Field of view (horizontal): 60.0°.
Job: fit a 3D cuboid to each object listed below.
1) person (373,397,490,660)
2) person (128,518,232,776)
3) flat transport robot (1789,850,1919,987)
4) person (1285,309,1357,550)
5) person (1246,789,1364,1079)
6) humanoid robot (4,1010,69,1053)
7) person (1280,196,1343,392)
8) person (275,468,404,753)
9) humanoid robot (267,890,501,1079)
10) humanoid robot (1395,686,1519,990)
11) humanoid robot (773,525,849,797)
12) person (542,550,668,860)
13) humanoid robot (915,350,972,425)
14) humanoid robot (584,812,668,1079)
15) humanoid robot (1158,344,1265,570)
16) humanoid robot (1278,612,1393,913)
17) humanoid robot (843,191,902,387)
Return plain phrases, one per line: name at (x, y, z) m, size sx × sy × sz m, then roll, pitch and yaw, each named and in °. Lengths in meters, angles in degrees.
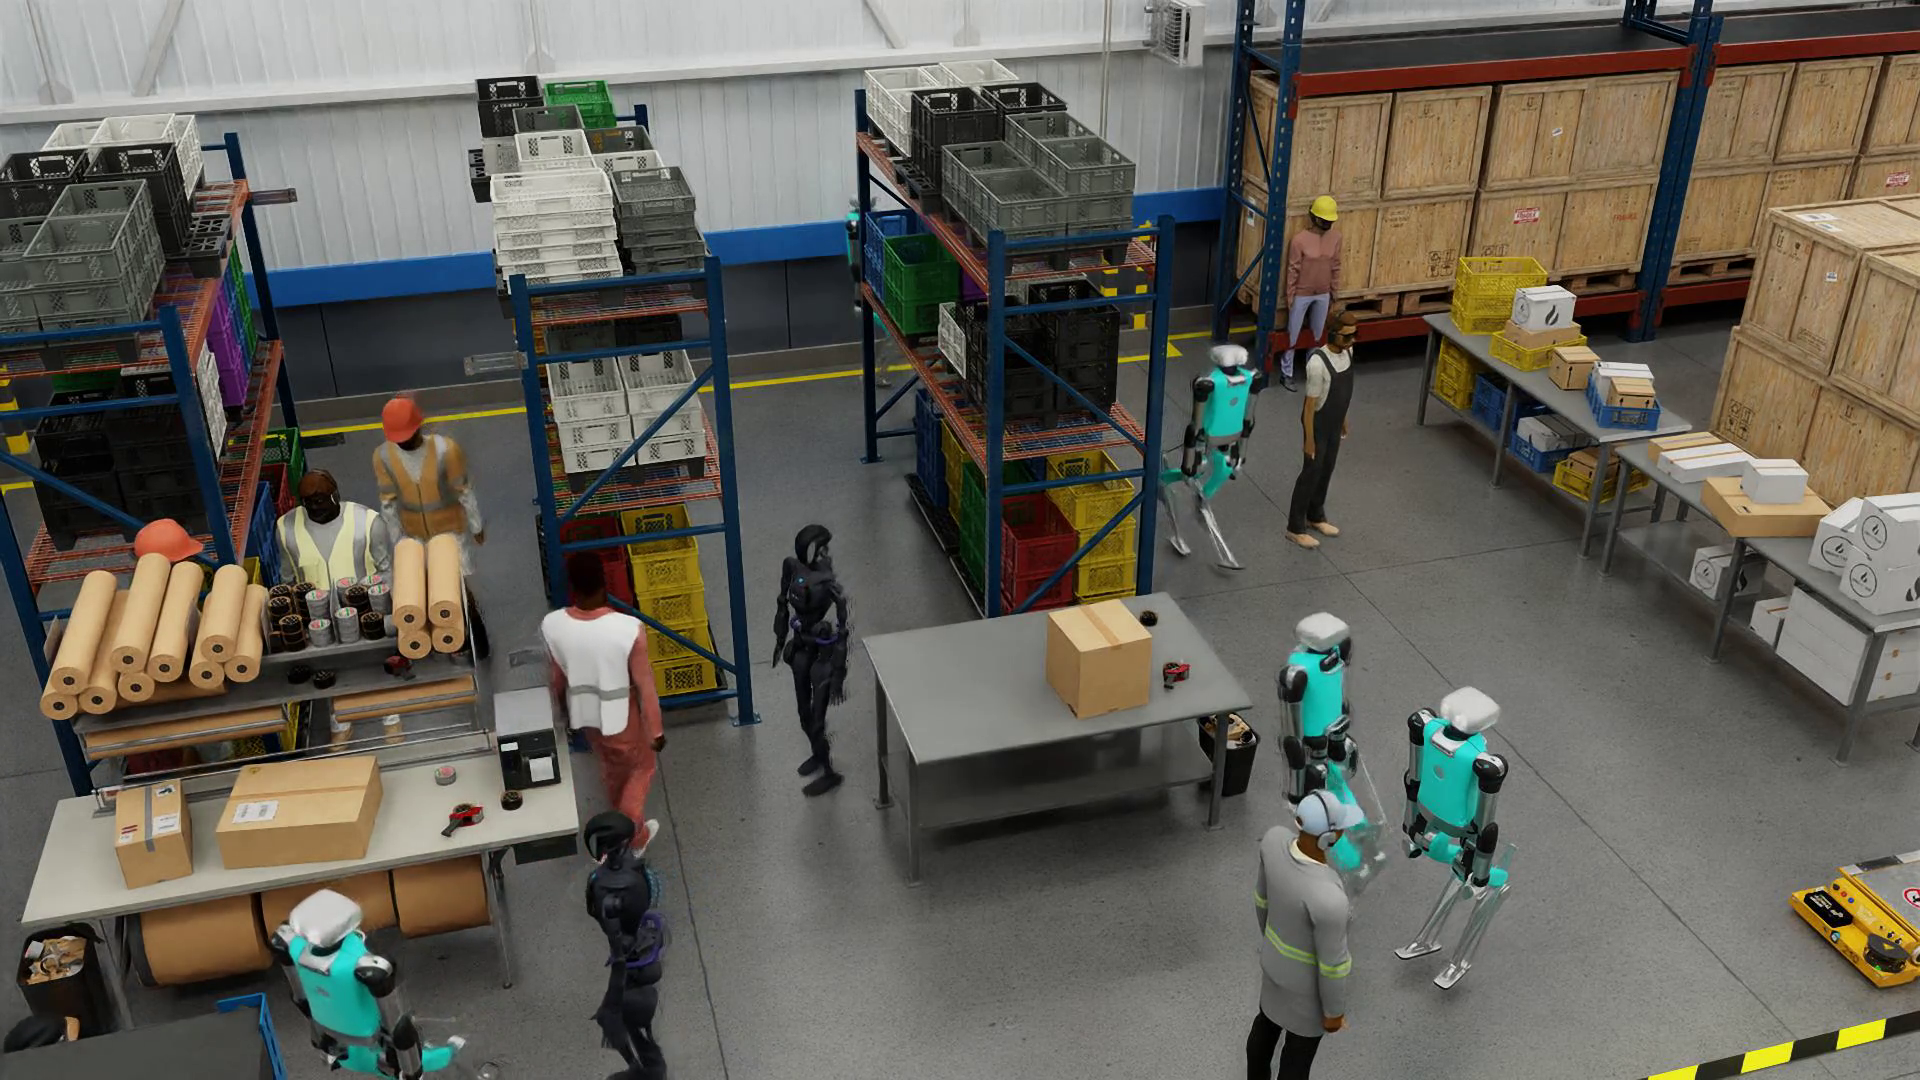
person at (-3.352, -0.060, 10.569) m, size 0.573 × 1.905 × 0.497 m, roll 0°, pitch 29°, yaw 0°
person at (-4.058, 0.804, 8.859) m, size 0.613 × 2.040 × 0.391 m, roll 25°, pitch 37°, yaw 38°
flat transport robot at (5.163, 1.916, 8.676) m, size 1.431 × 0.231 × 0.659 m, roll -8°, pitch 30°, yaw -14°
person at (2.631, -0.806, 12.006) m, size 0.333 × 1.837 × 0.506 m, roll 23°, pitch 36°, yaw 35°
person at (1.481, 1.840, 7.169) m, size 0.376 × 1.853 × 0.589 m, roll -11°, pitch 31°, yaw -20°
humanoid robot at (-3.271, 2.426, 6.326) m, size 0.589 × 1.632 × 0.773 m, roll 16°, pitch 33°, yaw 27°
person at (3.084, -2.153, 14.534) m, size 0.522 × 1.761 × 0.336 m, roll -10°, pitch 30°, yaw -17°
person at (-3.621, 0.424, 9.756) m, size 0.632 × 1.842 × 0.429 m, roll -6°, pitch 29°, yaw -11°
humanoid robot at (-2.327, 1.992, 7.038) m, size 0.575 × 1.758 × 0.989 m, roll 10°, pitch 30°, yaw 17°
humanoid robot at (2.466, 1.389, 7.976) m, size 0.735 × 1.671 × 0.533 m, roll -17°, pitch 33°, yaw -28°
humanoid robot at (-0.882, 0.665, 9.479) m, size 0.588 × 1.646 × 0.431 m, roll 23°, pitch 36°, yaw 36°
person at (-1.857, 0.944, 8.766) m, size 0.627 × 1.882 × 0.560 m, roll 8°, pitch 30°, yaw 15°
humanoid robot at (-0.029, -1.626, 13.609) m, size 0.947 × 1.765 × 0.537 m, roll -12°, pitch 31°, yaw -20°
humanoid robot at (-1.449, 1.887, 7.267) m, size 0.408 × 1.652 × 0.588 m, roll -4°, pitch 29°, yaw -7°
humanoid robot at (1.724, -0.621, 11.752) m, size 0.546 × 1.727 × 0.987 m, roll -12°, pitch 31°, yaw -21°
humanoid robot at (1.950, 1.251, 8.361) m, size 0.770 × 1.777 × 0.531 m, roll 22°, pitch 36°, yaw 35°
humanoid robot at (-0.663, -2.154, 14.561) m, size 0.672 × 1.803 × 0.561 m, roll 3°, pitch 29°, yaw 5°
